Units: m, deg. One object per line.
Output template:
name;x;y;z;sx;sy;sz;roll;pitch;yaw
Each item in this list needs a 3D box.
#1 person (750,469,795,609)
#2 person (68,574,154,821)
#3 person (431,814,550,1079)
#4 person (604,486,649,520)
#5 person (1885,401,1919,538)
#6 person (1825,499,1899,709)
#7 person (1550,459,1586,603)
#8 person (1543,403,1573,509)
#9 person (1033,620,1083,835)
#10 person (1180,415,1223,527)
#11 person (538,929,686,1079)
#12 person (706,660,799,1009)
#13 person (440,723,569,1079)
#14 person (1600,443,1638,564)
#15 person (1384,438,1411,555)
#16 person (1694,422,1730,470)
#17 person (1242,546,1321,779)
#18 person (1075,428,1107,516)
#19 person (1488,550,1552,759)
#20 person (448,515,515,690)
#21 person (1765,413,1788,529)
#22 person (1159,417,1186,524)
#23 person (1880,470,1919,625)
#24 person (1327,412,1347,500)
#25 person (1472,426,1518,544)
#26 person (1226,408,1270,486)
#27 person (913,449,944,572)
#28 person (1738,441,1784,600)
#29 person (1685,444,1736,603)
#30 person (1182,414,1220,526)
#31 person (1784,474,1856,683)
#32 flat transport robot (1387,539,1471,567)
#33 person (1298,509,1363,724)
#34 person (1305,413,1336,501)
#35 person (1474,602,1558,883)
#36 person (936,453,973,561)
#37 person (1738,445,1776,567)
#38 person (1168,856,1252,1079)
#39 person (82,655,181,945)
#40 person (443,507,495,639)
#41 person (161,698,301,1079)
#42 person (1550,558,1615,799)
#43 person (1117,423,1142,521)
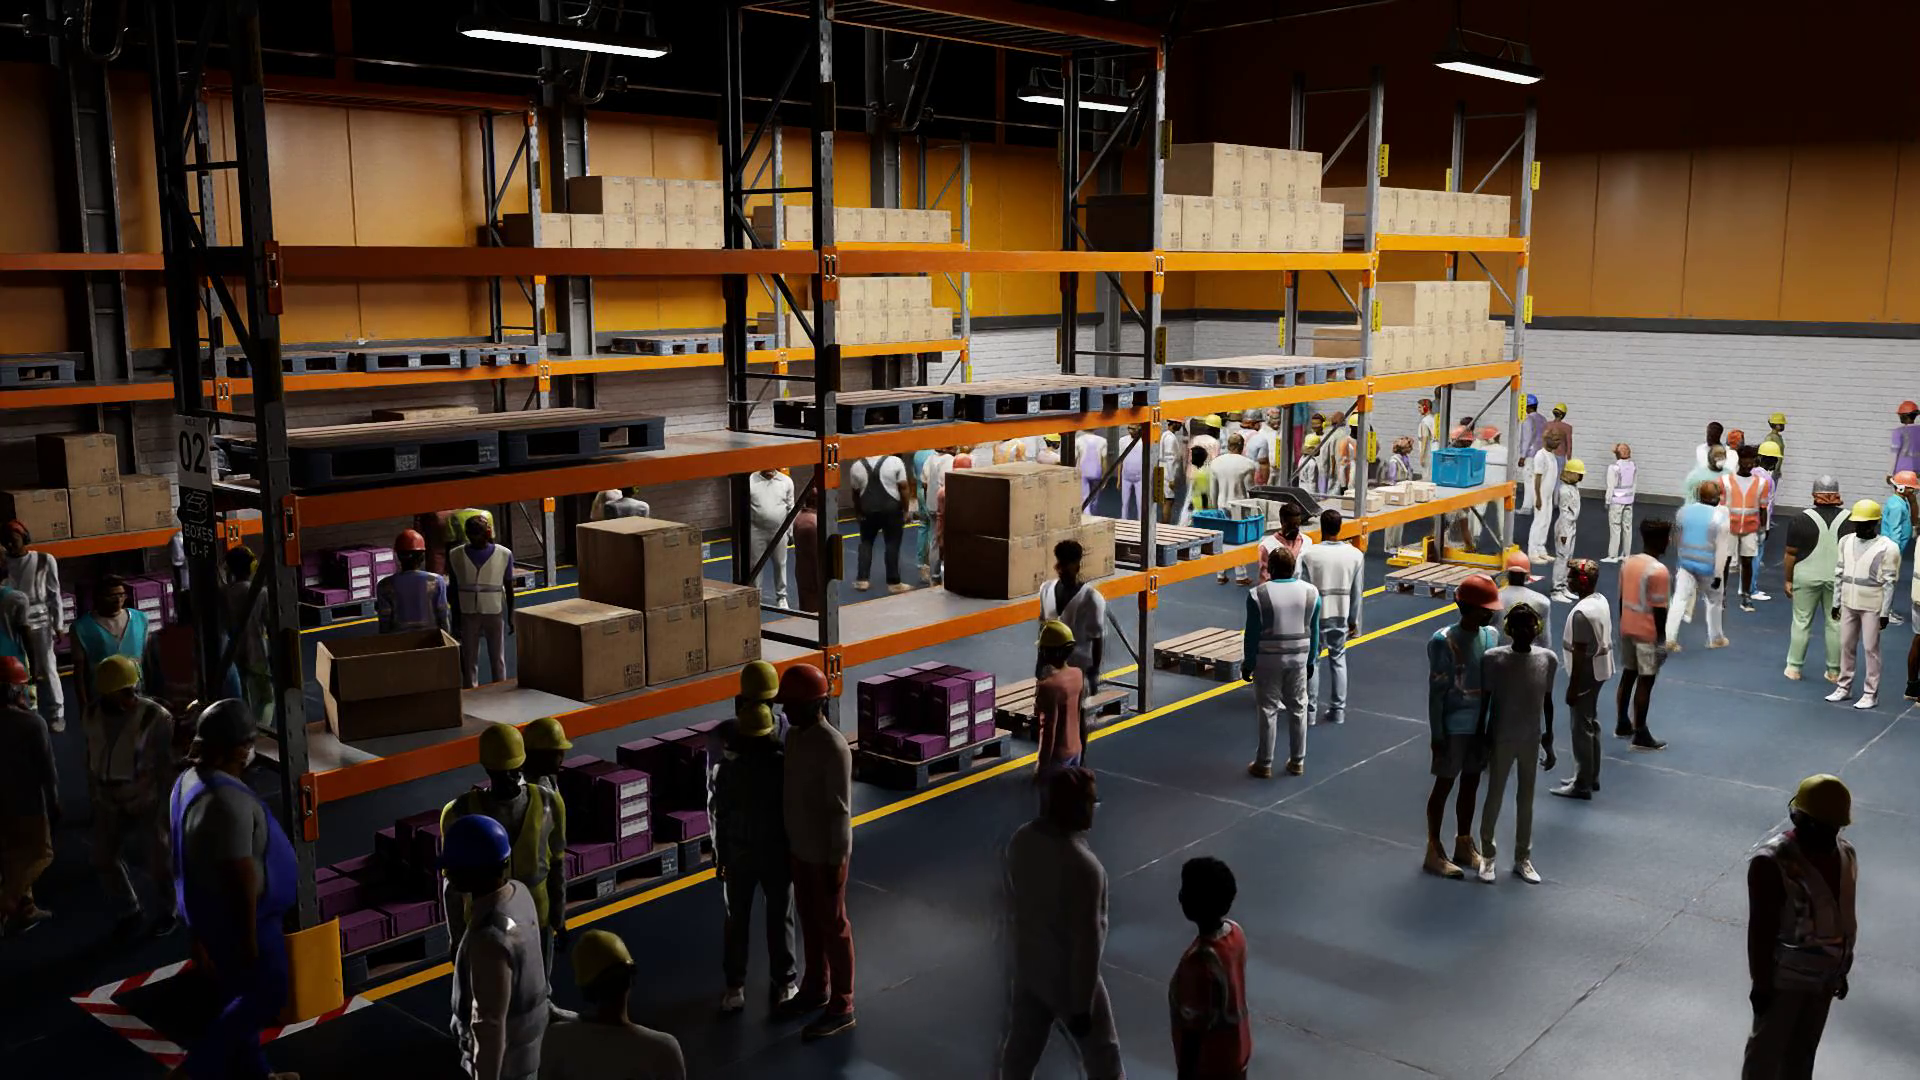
person;-2.220;-0.098;19.302;0.647;1.901;0.400;-2;10;-13
person;-6.151;1.143;12.087;0.392;1.836;0.561;7;12;35
person;-1.830;2.014;6.582;0.417;1.941;0.612;-1;10;-4
person;-3.514;0.189;17.669;0.536;1.869;0.314;1;10;4
person;13.875;-1.024;24.441;0.603;2.034;0.415;-3;10;-18
person;8.234;0.580;15.196;0.391;1.920;0.587;-4;10;-24
person;7.291;-0.115;19.902;0.326;1.729;0.494;6;11;33
person;9.828;-1.386;27.419;0.533;1.757;0.336;8;12;40
person;0.622;1.391;10.798;0.310;1.768;0.533;5;11;28
person;3.479;-0.863;23.992;0.739;1.897;0.596;-7;12;-36
person;-1.189;2.236;5.828;0.626;1.750;0.419;3;10;15
person;-1.087;1.594;9.105;0.585;1.929;0.377;-3;10;-18
person;-2.137;1.799;7.880;0.586;1.928;0.364;-5;11;-28
person;8.906;-0.495;22.439;0.511;1.640;0.308;-5;11;-25
person;6.093;-0.614;23.173;0.317;1.631;0.518;6;11;32
person;10.190;-0.645;22.502;0.393;1.919;0.590;-5;11;-28
person;2.516;0.964;13.123;0.621;1.845;0.429;-2;10;-11
person;1.900;-0.924;24.526;0.523;1.805;0.878;-1;10;-4
person;4.501;0.946;13.534;0.586;1.733;0.363;4;10;25
person;-4.257;0.675;14.840;0.584;1.840;0.395;-1;10;-9
person;12.448;-1.064;25.456;0.309;1.769;0.523;9;13;42
person;3.100;-0.954;24.332;0.389;1.925;0.549;1;10;4
person;10.548;0.077;18.721;0.348;1.740;0.575;5;11;28
person;6.196;-1.307;27.340;0.340;1.618;0.506;-5;11;-28
person;7.679;-0.774;23.873;0.676;1.725;0.511;3;10;15
person;4.105;-0.856;23.398;0.536;2.000;0.676;-8;12;-40
person;-0.351;-0.530;21.884;0.399;1.900;0.646;-5;11;-29
person;9.651;-0.232;20.045;0.404;1.919;0.586;2;10;11
person;9.022;-0.217;19.981;0.642;1.912;0.882;0;10;-2
person;3.697;-1.192;25.443;0.613;2.031;0.402;6;11;30
person;8.351;0.359;16.141;0.679;2.000;0.535;3;10;19
flat transport robot;6.408;0.183;22.466;0.652;0.197;1.431;9;13;42
person;3.244;0.681;14.636;0.598;1.906;0.404;-2;10;-12
person;5.231;-0.924;24.315;0.532;1.868;0.310;8;12;39
person;3.646;1.324;10.892;0.532;1.870;0.316;0;10;1
person;0.045;0.031;18.270;0.614;1.987;0.408;0;10;-1
person;10.481;-0.467;22.198;0.672;1.669;0.322;4;10;20
person;1.009;2.109;6.748;0.321;1.688;0.530;5;11;27
person;-4.902;1.531;9.873;0.603;1.791;0.563;1;10;8
person;-5.277;0.235;17.964;0.564;1.685;0.359;-6;11;-34
person;-3.485;1.738;7.907;0.649;2.000;0.698;-8;12;-40
person;4.764;1.050;12.639;0.387;1.837;0.560;6;11;31
person;2.518;-0.867;24.063;0.504;1.839;0.344;3;10;19
